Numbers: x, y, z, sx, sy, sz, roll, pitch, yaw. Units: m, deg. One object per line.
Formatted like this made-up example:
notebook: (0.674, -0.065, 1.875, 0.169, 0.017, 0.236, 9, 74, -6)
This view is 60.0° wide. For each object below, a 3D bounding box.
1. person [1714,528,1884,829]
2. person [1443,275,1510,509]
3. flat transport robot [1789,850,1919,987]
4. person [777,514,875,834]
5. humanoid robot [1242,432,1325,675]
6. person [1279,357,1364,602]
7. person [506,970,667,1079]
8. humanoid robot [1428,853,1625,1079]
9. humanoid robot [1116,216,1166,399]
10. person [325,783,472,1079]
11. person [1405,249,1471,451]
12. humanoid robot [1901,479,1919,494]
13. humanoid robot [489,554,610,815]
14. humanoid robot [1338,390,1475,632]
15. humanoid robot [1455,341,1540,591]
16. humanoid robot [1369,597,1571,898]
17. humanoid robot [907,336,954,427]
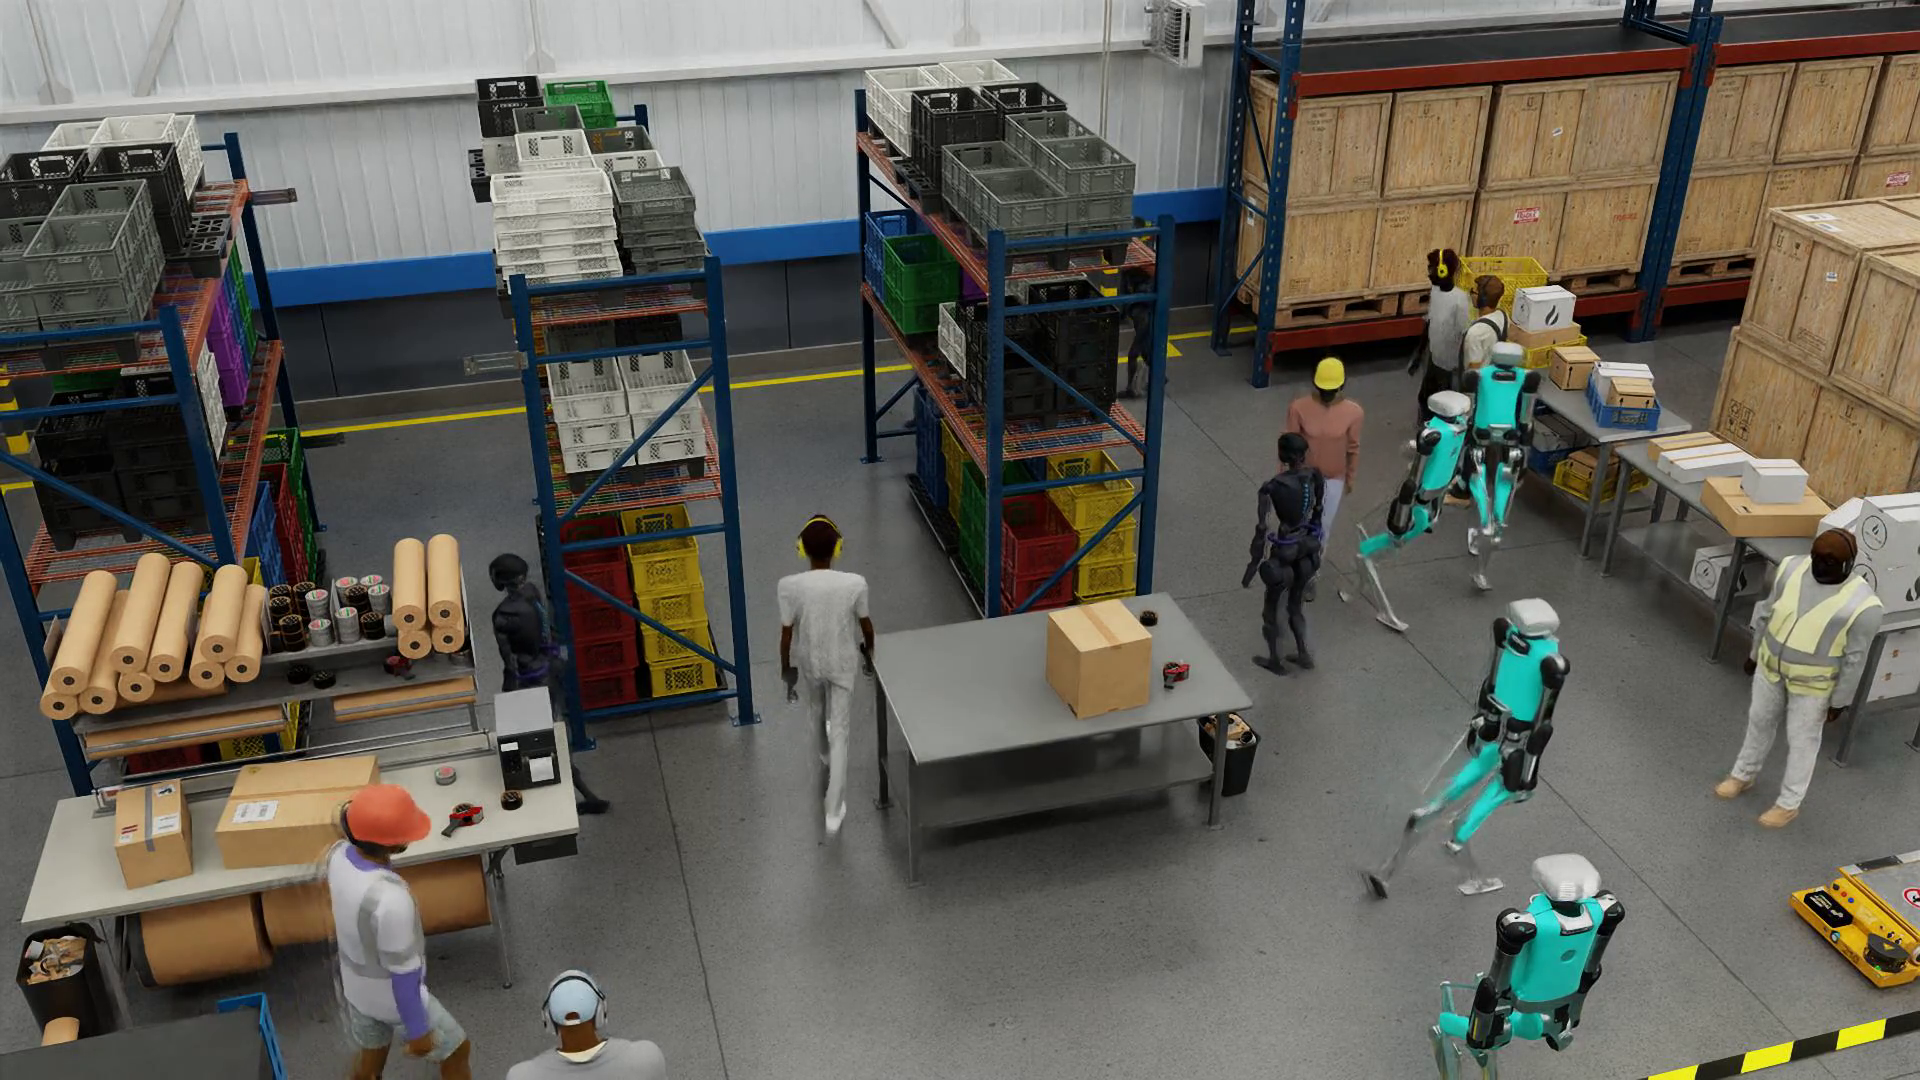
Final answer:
person: (4.629, 0.747, 9.183, 0.429, 1.836, 0.629, -15, 32, -25)
person: (3.884, -1.115, 12.553, 0.351, 1.846, 0.505, 23, 36, 36)
flat transport robot: (5.163, 1.916, 8.676, 1.431, 0.231, 0.659, -8, 30, -14)
person: (-0.730, 0.672, 9.327, 0.514, 1.818, 0.933, 2, 29, 4)
humanoid robot: (2.101, 0.110, 10.521, 0.583, 1.648, 0.422, -17, 33, -28)
person: (2.484, -0.485, 11.512, 0.526, 1.744, 0.653, 7, 30, 13)
person: (-1.349, 2.342, 6.261, 0.587, 1.848, 0.397, -7, 30, -12)
humanoid robot: (2.298, 1.895, 7.049, 0.533, 1.677, 0.735, -8, 30, -14)
humanoid robot: (1.565, -2.003, 14.361, 0.698, 1.626, 0.601, -13, 31, -23)
person: (-2.334, 1.816, 7.058, 0.704, 1.999, 0.771, 24, 37, 37)
person: (3.766, -1.364, 13.032, 0.362, 1.831, 0.753, -5, 29, -10)
humanoid robot: (6.562, -0.382, 11.390, 0.556, 1.836, 0.883, -14, 32, -23)
humanoid robot: (-2.392, 0.814, 9.284, 0.784, 1.631, 0.593, 4, 29, 8)
humanoid robot: (2.861, -0.193, 11.080, 0.574, 1.866, 0.854, -24, 37, -37)
humanoid robot: (3.698, -0.436, 11.441, 0.536, 1.712, 1.005, 0, 29, 0)
humanoid robot: (2.549, 1.169, 8.563, 0.897, 1.810, 0.560, -8, 30, -14)
humanoid robot: (-0.217, -1.692, 13.783, 0.496, 1.649, 0.586, -5, 29, -9)
